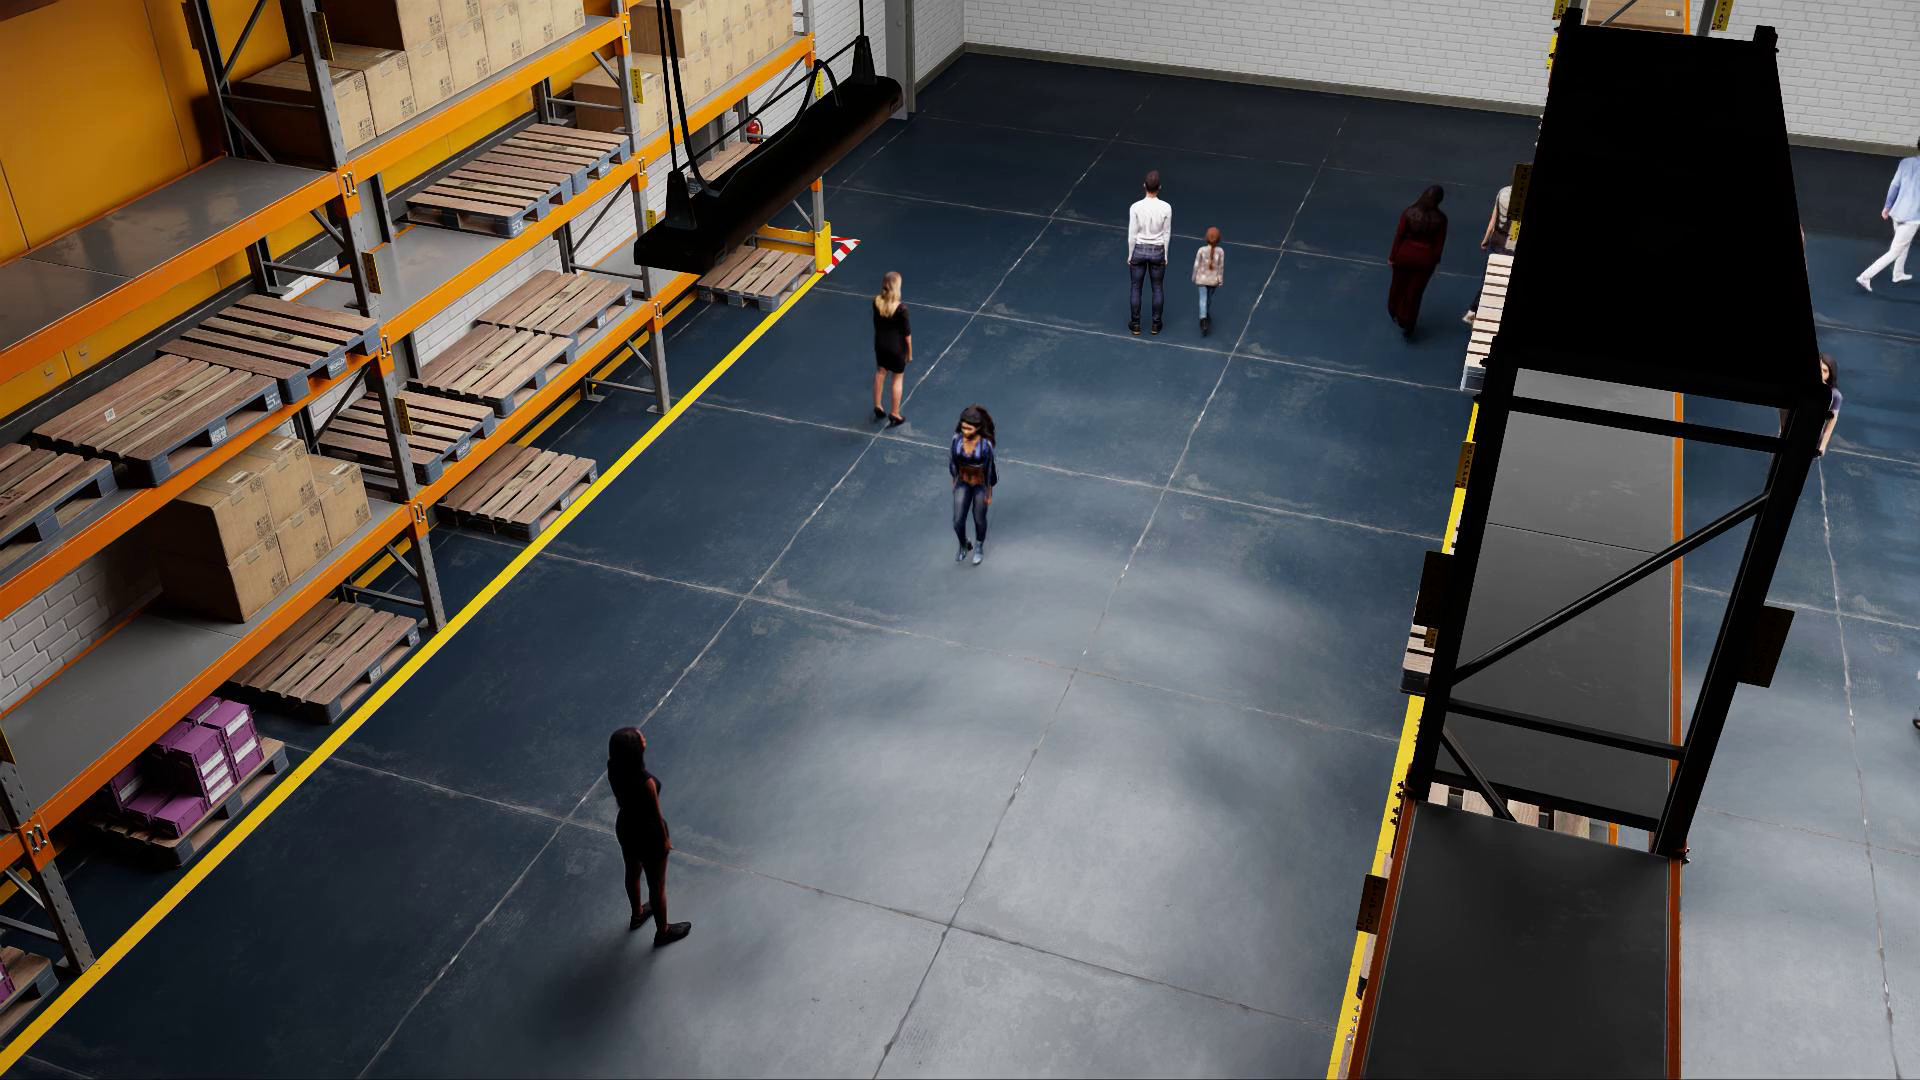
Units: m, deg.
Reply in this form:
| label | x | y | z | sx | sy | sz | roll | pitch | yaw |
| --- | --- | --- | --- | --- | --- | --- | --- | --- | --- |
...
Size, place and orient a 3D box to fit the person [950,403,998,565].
| label | x | y | z | sx | sy | sz | roll | pitch | yaw |
| --- | --- | --- | --- | --- | --- | --- | --- | --- | --- |
| person | 0.148 | -0.503 | 14.587 | 0.616 | 1.606 | 0.595 | 10 | 35 | 14 |

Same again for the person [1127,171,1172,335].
| label | x | y | z | sx | sy | sz | roll | pitch | yaw |
| --- | --- | --- | --- | --- | --- | --- | --- | --- | --- |
| person | 2.077 | -3.159 | 18.346 | 0.677 | 1.867 | 0.670 | 2 | 34 | 4 |

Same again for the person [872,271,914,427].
| label | x | y | z | sx | sy | sz | roll | pitch | yaw |
| --- | --- | --- | --- | --- | --- | --- | --- | --- | --- |
| person | -0.720 | -1.905 | 16.636 | 0.619 | 1.672 | 0.562 | 19 | 38 | 26 |

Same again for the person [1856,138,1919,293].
| label | x | y | z | sx | sy | sz | roll | pitch | yaw |
| --- | --- | --- | --- | --- | --- | --- | --- | --- | --- |
| person | 10.909 | -3.756 | 19.251 | 1.124 | 1.860 | 1.178 | -8 | 34 | -12 |

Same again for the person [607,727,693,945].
| label | x | y | z | sx | sy | sz | roll | pitch | yaw |
| --- | --- | --- | --- | --- | --- | --- | --- | --- | --- |
| person | -2.075 | 1.907 | 10.839 | 0.658 | 1.741 | 0.634 | 26 | 41 | 33 |

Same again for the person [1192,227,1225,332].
| label | x | y | z | sx | sy | sz | roll | pitch | yaw |
| --- | --- | --- | --- | --- | --- | --- | --- | --- | --- |
| person | 2.768 | -2.900 | 18.584 | 0.650 | 1.174 | 0.870 | 1 | 34 | 1 |

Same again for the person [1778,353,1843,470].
| label | x | y | z | sx | sy | sz | roll | pitch | yaw |
| --- | --- | --- | --- | --- | --- | --- | --- | --- | --- |
| person | 7.724 | -0.948 | 15.201 | 0.640 | 1.667 | 1.121 | 14 | 36 | 20 |

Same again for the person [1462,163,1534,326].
| label | x | y | z | sx | sy | sz | roll | pitch | yaw |
| --- | --- | --- | --- | --- | --- | --- | --- | --- | --- |
| person | 5.988 | -3.244 | 18.490 | 1.321 | 1.850 | 1.218 | -20 | 38 | -27 |

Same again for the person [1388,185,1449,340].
| label | x | y | z | sx | sy | sz | roll | pitch | yaw |
| --- | --- | --- | --- | --- | --- | --- | --- | --- | --- |
| person | 5.013 | -3.020 | 18.283 | 0.722 | 1.706 | 0.927 | 9 | 35 | 14 |
